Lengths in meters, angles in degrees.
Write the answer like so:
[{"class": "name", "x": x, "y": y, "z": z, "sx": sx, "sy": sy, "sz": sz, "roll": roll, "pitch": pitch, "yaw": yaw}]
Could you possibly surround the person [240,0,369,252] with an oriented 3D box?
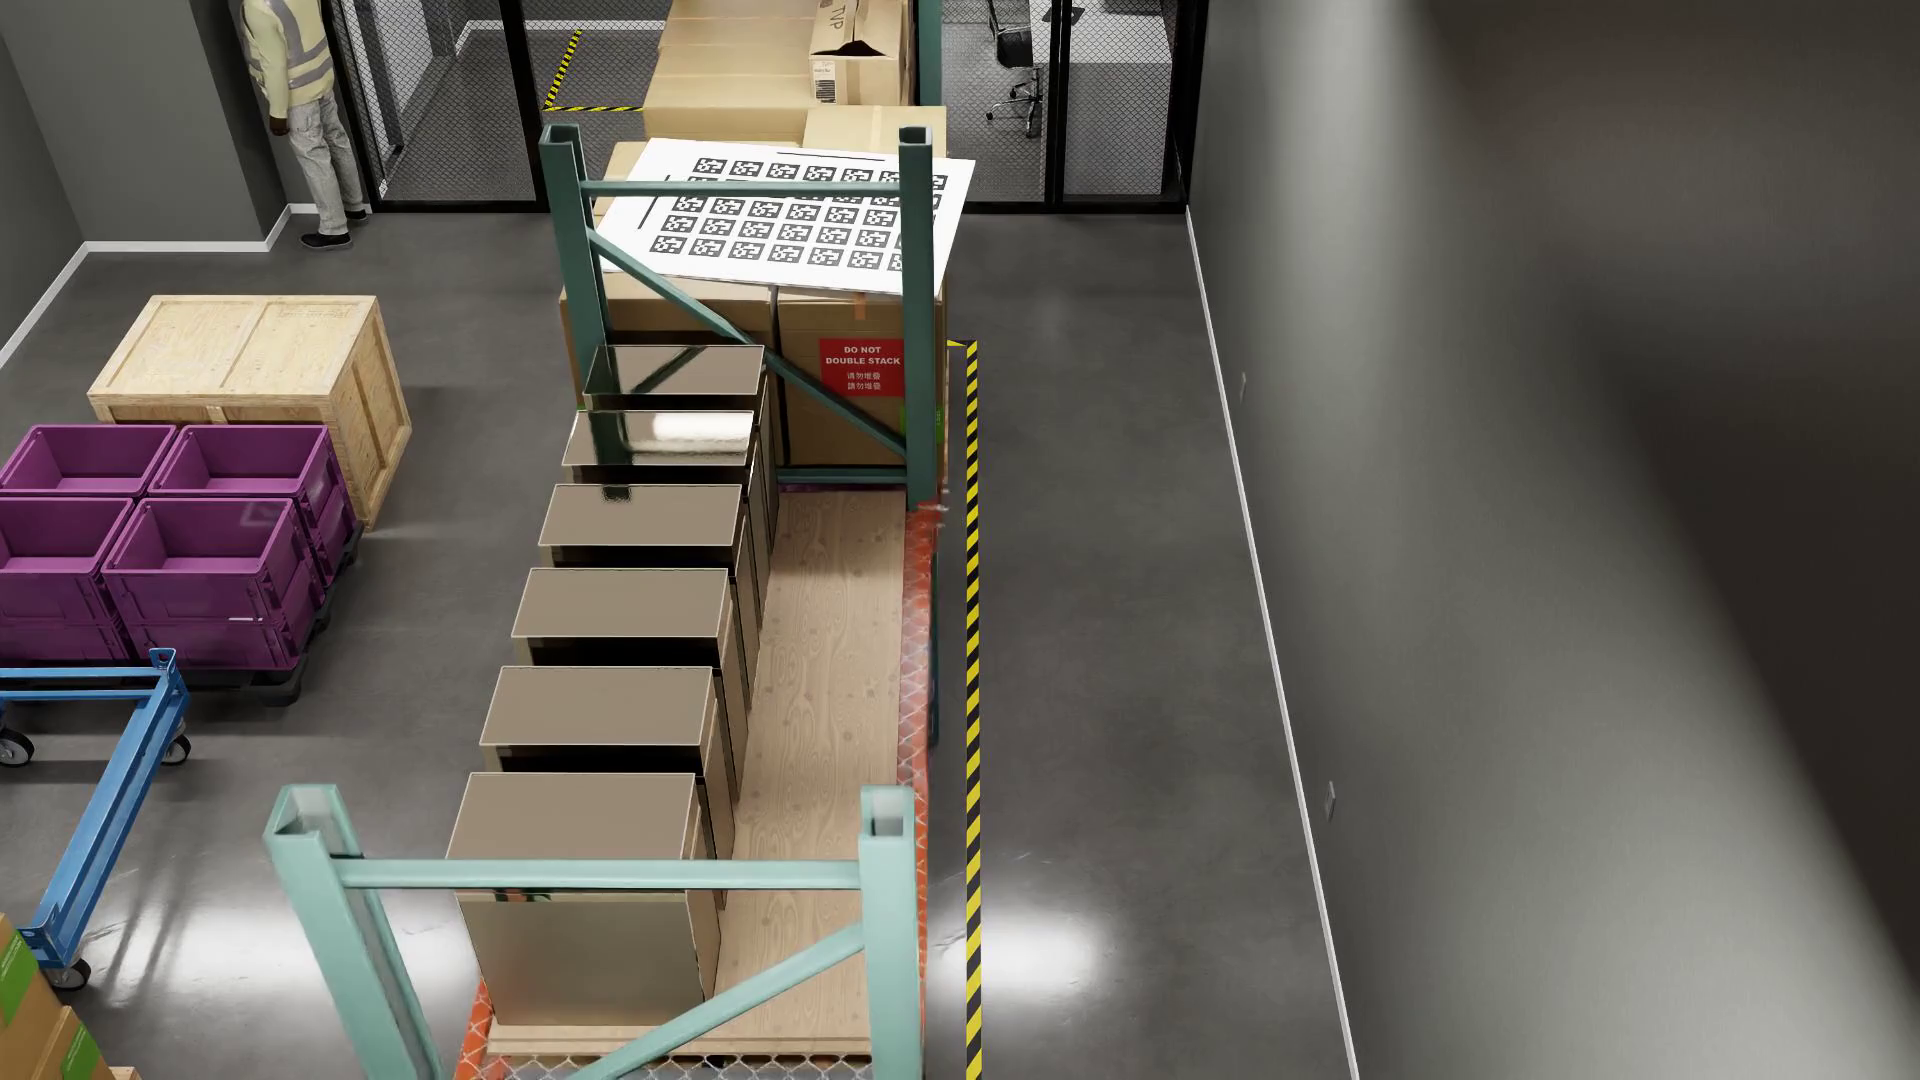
[{"class": "person", "x": -3.475, "y": -2.388, "z": 8.694, "sx": 0.403, "sy": 1.834, "sz": 0.588, "roll": 5, "pitch": 41, "yaw": 6}]
